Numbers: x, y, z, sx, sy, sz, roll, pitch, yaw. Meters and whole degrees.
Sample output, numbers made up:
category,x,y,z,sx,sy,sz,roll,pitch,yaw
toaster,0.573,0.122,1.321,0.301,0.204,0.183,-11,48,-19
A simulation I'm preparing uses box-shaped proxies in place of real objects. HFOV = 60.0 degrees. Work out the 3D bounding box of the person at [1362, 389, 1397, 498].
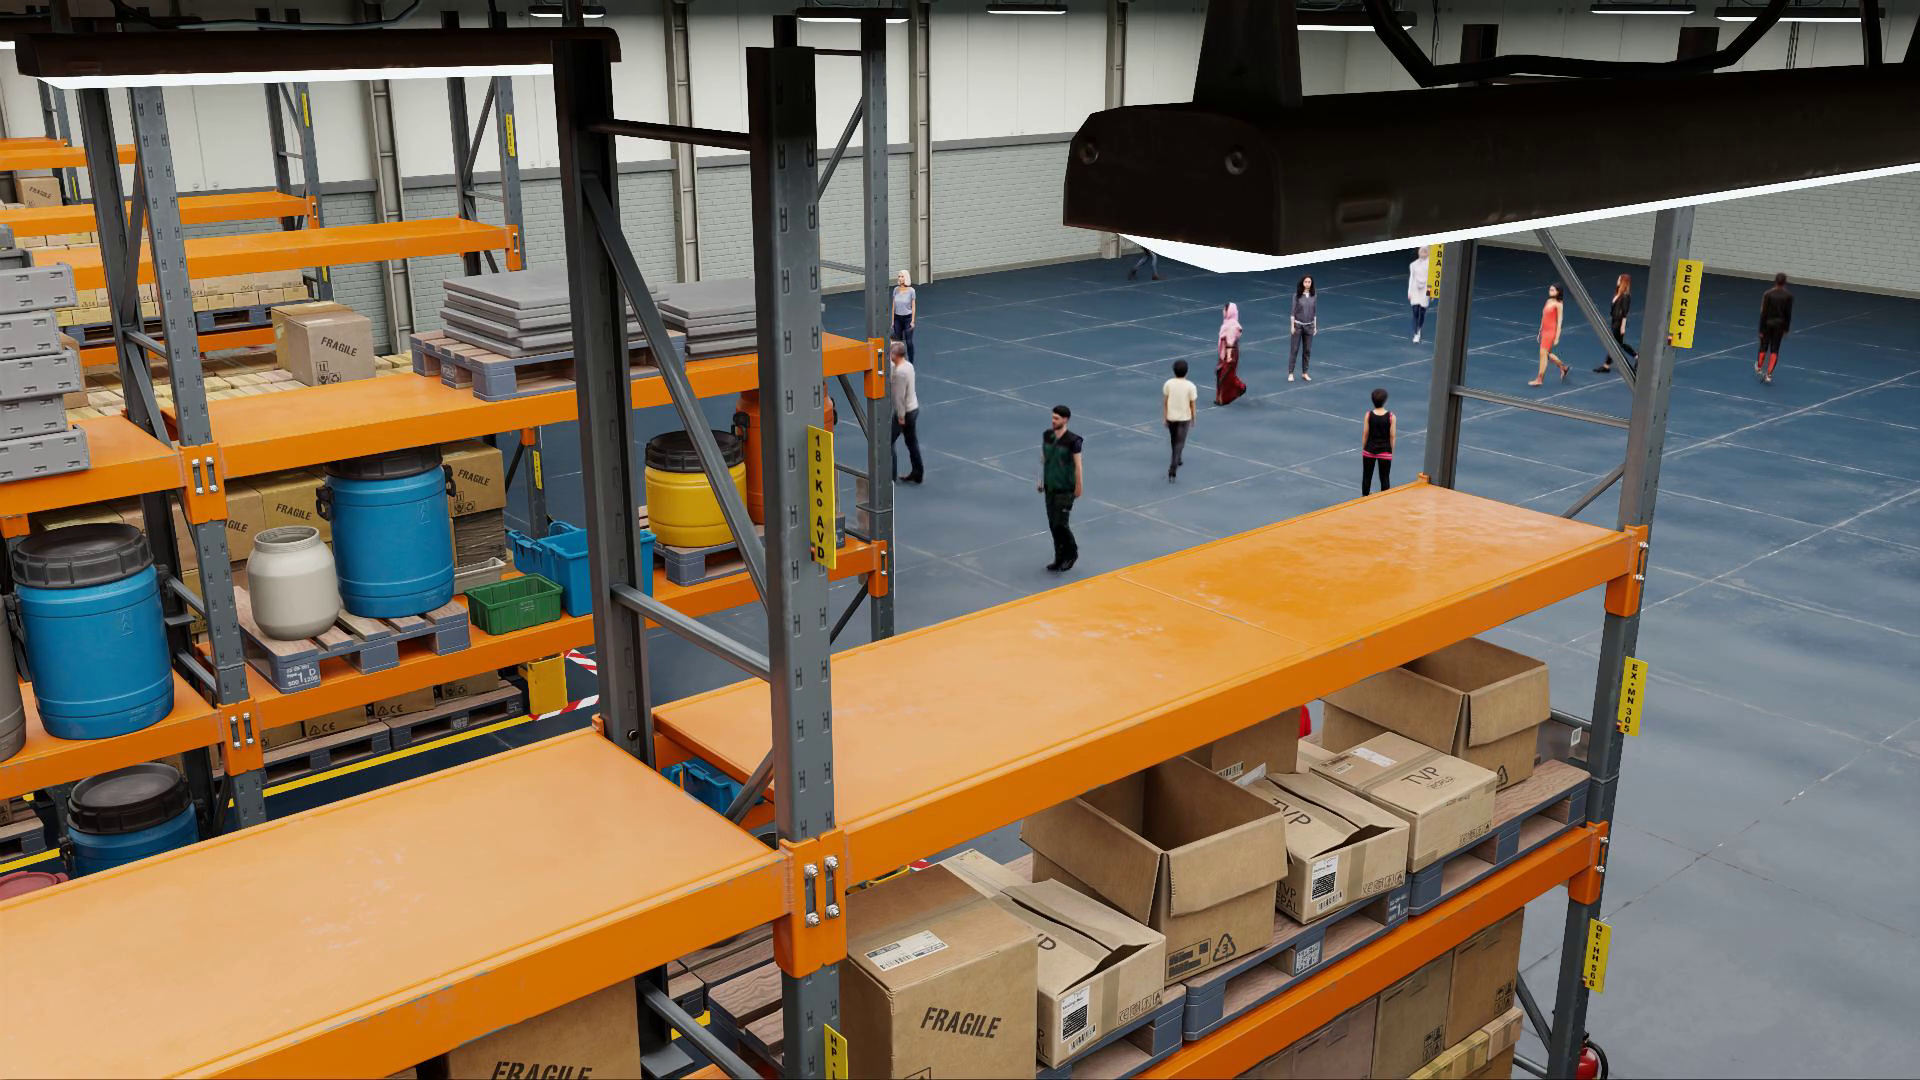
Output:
category,x,y,z,sx,sy,sz,roll,pitch,yaw
person,5.170,-1.110,20.580,0.619,1.550,0.647,6,19,17

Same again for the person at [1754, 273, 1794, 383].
category,x,y,z,sx,sy,sz,roll,pitch,yaw
person,13.473,-3.476,27.515,1.073,1.756,1.269,5,19,16

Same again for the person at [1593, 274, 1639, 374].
category,x,y,z,sx,sy,sz,roll,pitch,yaw
person,11.236,-3.635,28.108,1.076,1.690,1.065,3,18,10

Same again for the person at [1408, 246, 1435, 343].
category,x,y,z,sx,sy,sz,roll,pitch,yaw
person,8.553,-4.552,30.852,1.063,1.734,1.210,5,19,14

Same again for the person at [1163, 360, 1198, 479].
category,x,y,z,sx,sy,sz,roll,pitch,yaw
person,2.870,-1.554,21.953,0.868,1.544,1.094,8,20,24

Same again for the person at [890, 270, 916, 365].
category,x,y,z,sx,sy,sz,roll,pitch,yaw
person,-0.960,-3.760,28.439,0.662,1.722,0.655,8,20,22

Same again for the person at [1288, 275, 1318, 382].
category,x,y,z,sx,sy,sz,roll,pitch,yaw
person,5.716,-3.549,27.723,0.626,1.765,0.733,-2,18,-7

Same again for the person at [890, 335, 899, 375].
category,x,y,z,sx,sy,sz,roll,pitch,yaw
person,-0.947,-2.384,24.682,0.762,1.433,1.048,11,21,31

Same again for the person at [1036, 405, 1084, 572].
category,x,y,z,sx,sy,sz,roll,pitch,yaw
person,1.170,-0.590,18.437,0.646,1.889,0.675,-16,24,-40

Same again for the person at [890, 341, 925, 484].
category,x,y,z,sx,sy,sz,roll,pitch,yaw
person,-0.644,-1.644,21.683,1.040,1.882,0.998,5,19,16

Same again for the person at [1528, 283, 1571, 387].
category,x,y,z,sx,sy,sz,roll,pitch,yaw
person,9.731,-3.359,27.244,1.084,1.700,0.905,-4,18,-11

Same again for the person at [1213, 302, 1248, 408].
category,x,y,z,sx,sy,sz,roll,pitch,yaw
person,4.271,-2.903,25.946,0.932,1.636,0.870,3,18,8
